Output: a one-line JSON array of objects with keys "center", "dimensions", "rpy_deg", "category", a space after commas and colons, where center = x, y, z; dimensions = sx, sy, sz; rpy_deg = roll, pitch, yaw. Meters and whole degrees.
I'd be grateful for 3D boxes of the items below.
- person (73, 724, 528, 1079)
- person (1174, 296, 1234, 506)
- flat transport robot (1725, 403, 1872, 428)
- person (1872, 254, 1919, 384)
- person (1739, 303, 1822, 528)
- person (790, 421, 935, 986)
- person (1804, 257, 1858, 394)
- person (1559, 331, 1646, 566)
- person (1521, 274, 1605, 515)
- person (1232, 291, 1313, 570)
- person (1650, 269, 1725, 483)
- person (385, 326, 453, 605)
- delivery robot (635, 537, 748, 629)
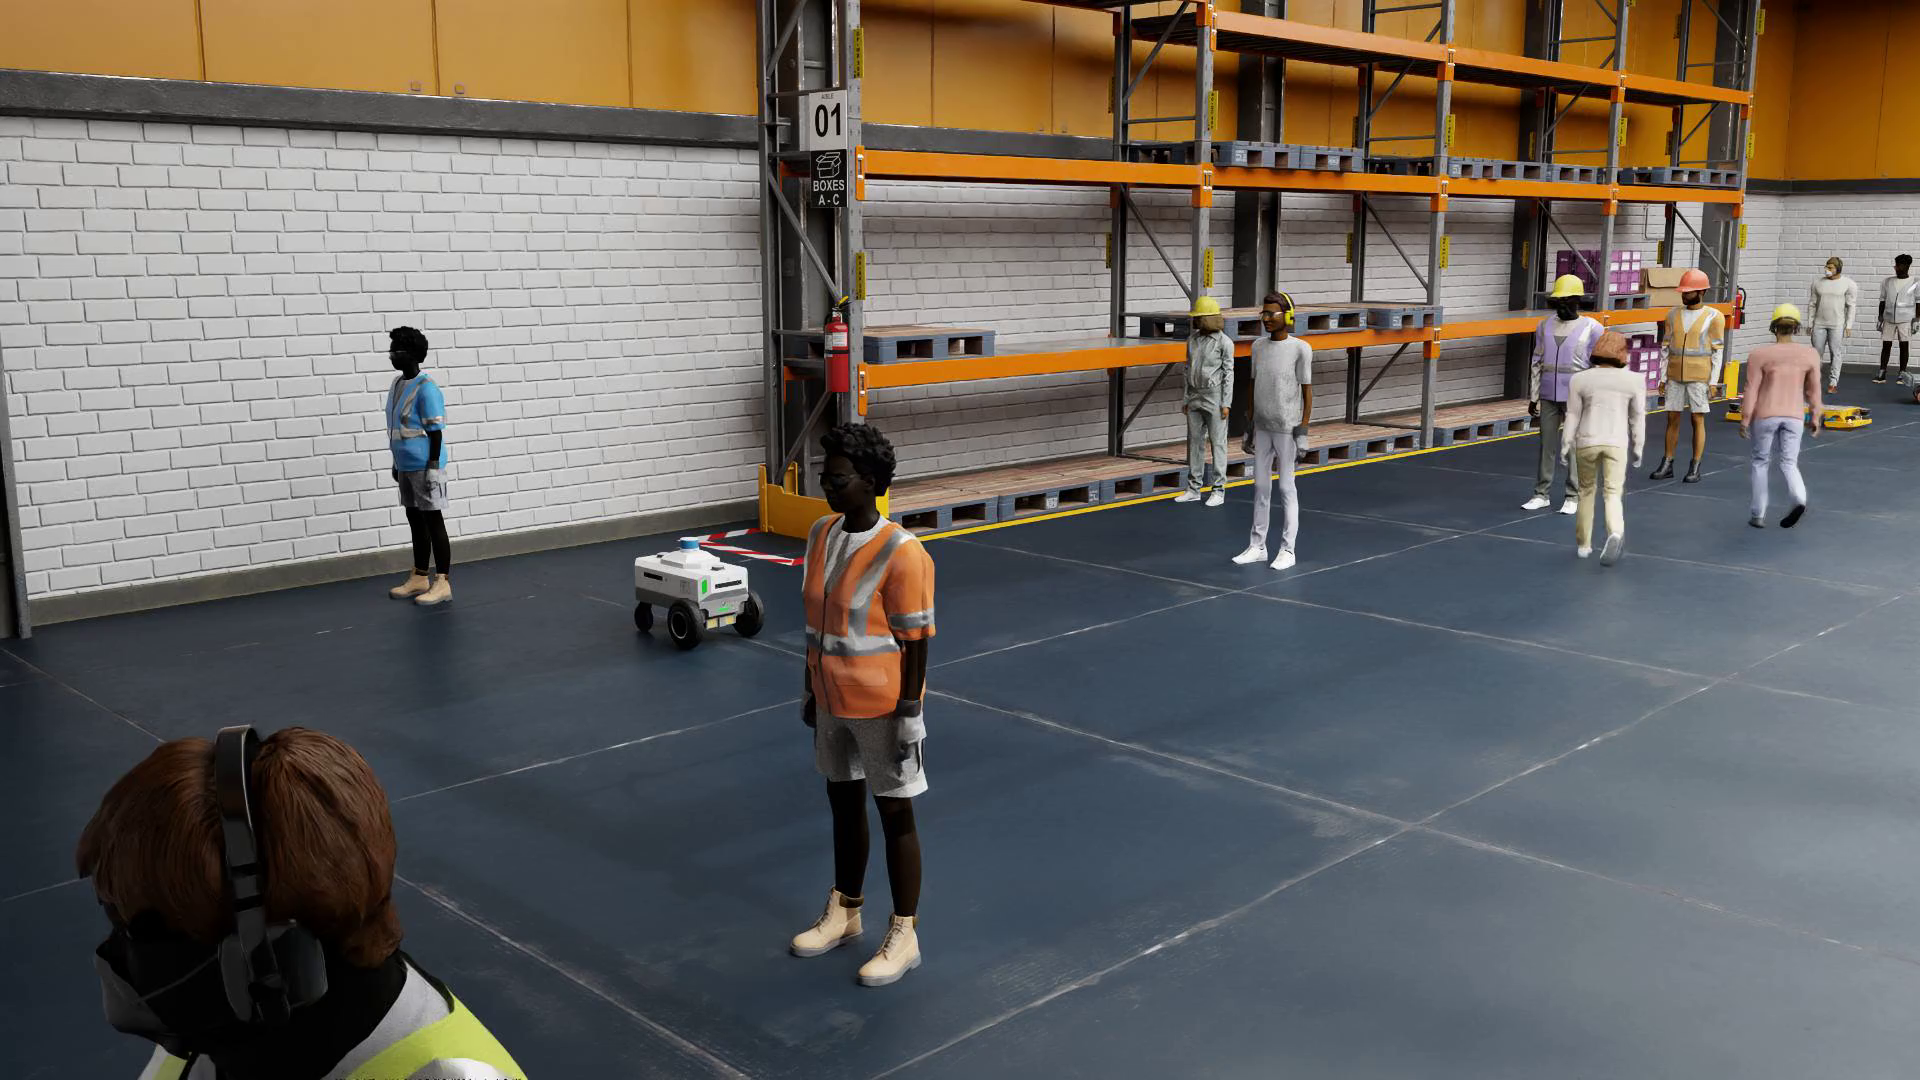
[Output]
[{"center": [-0.578, 1.056, 1.541], "dimensions": [0.430, 1.840, 0.622], "rpy_deg": [-9, 14, -42], "category": "person"}, {"center": [2.042, -1.152, 13.849], "dimensions": [0.313, 1.739, 0.485], "rpy_deg": [-9, 14, -42], "category": "person"}, {"center": [9.965, -1.504, 19.772], "dimensions": [0.652, 0.197, 1.431], "rpy_deg": [-10, 14, -44], "category": "flat transport robot"}, {"center": [14.194, -3.337, 25.152], "dimensions": [0.373, 1.962, 0.605], "rpy_deg": [-9, 14, -42], "category": "person"}, {"center": [6.224, -0.917, 12.571], "dimensions": [0.569, 1.735, 0.641], "rpy_deg": [2, 11, 10], "category": "person"}, {"center": [-0.293, 0.487, 5.023], "dimensions": [0.322, 1.697, 0.533], "rpy_deg": [-9, 14, -42], "category": "person"}, {"center": [12.374, -3.050, 23.664], "dimensions": [0.377, 1.936, 0.628], "rpy_deg": [-9, 14, -42], "category": "person"}, {"center": [4.383, -0.623, 11.351], "dimensions": [0.537, 1.599, 0.705], "rpy_deg": [4, 11, 21], "category": "person"}, {"center": [4.875, -1.171, 13.436], "dimensions": [0.381, 1.928, 0.587], "rpy_deg": [-9, 14, -42], "category": "person"}, {"center": [2.128, -0.736, 11.223], "dimensions": [0.334, 1.873, 0.521], "rpy_deg": [-9, 14, -42], "category": "person"}, {"center": [6.630, -1.486, 15.144], "dimensions": [0.376, 1.933, 0.544], "rpy_deg": [-9, 14, -42], "category": "person"}, {"center": [-3.313, -0.454, 10.157], "dimensions": [0.322, 1.697, 0.533], "rpy_deg": [-9, 14, -42], "category": "person"}, {"center": [-1.509, 0.226, 9.310], "dimensions": [0.477, 0.478, 0.707], "rpy_deg": [-10, 14, -44], "category": "delivery robot"}]
